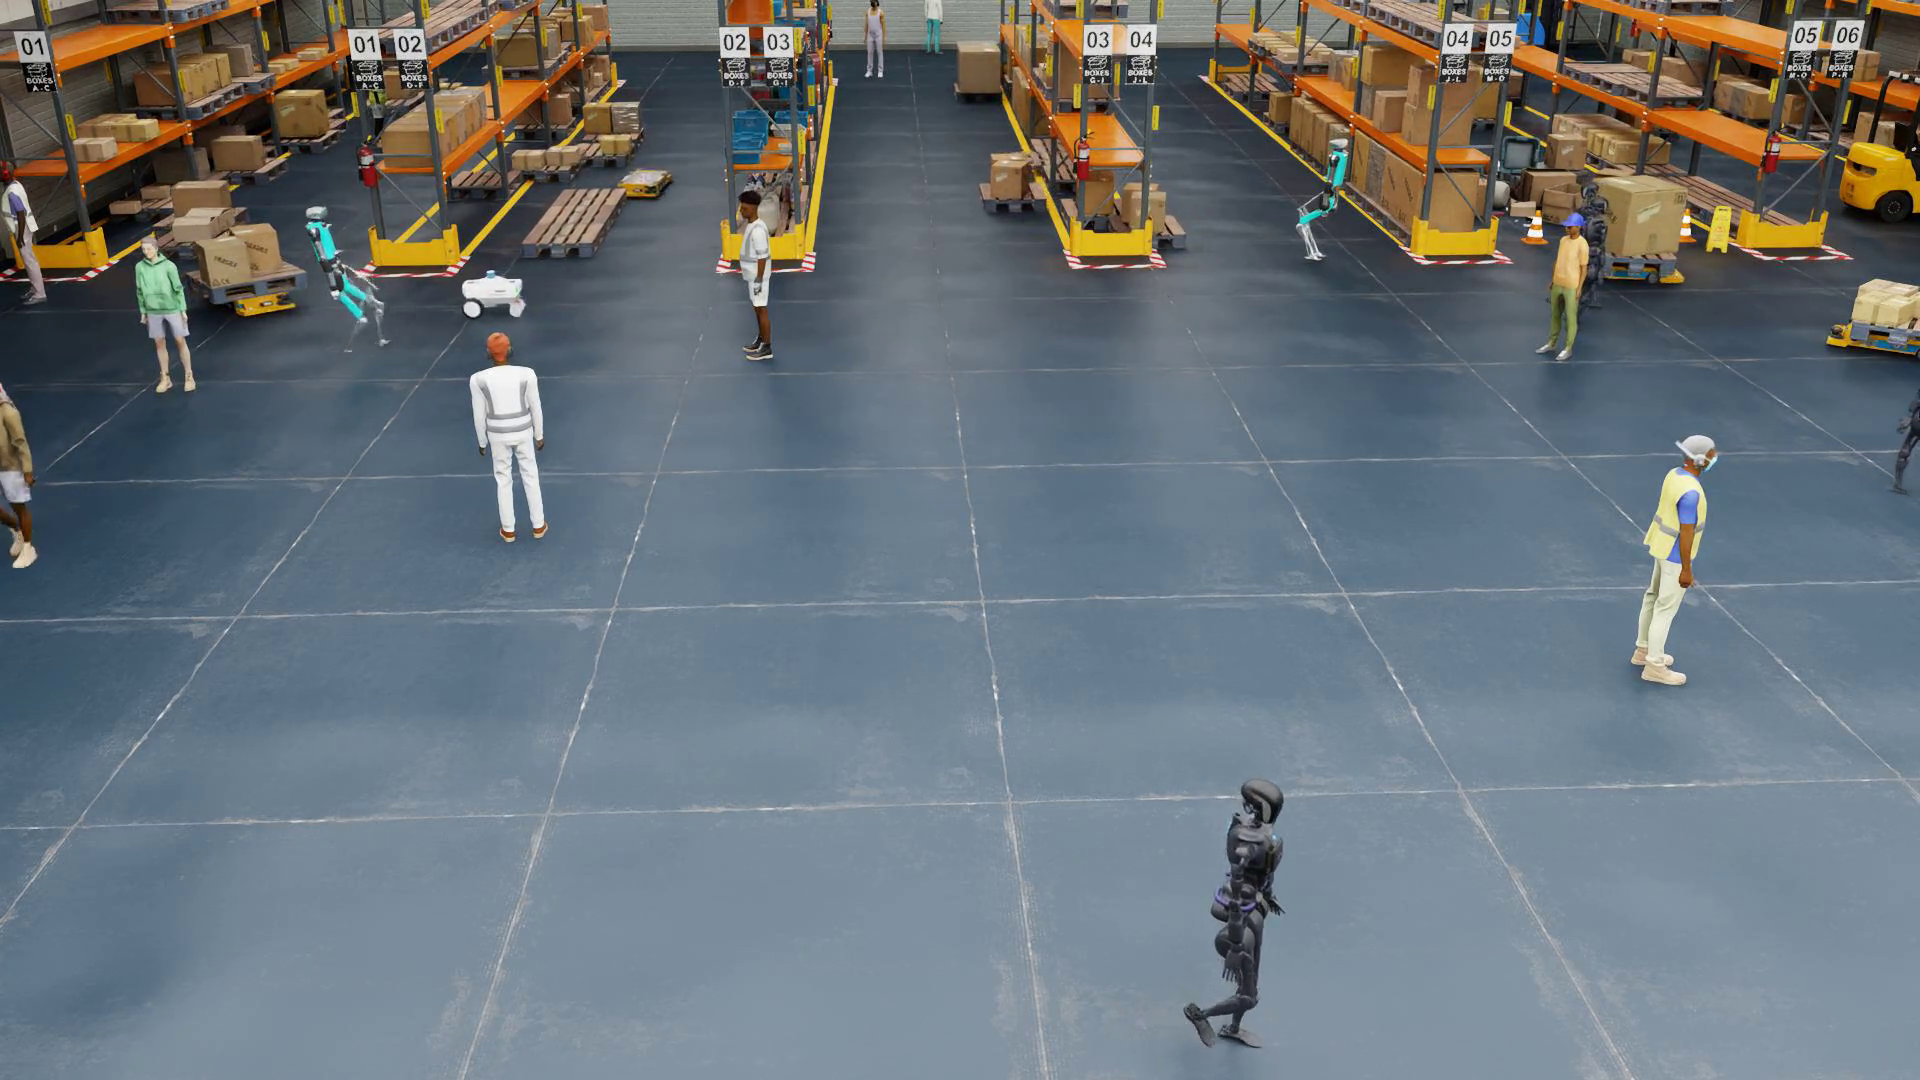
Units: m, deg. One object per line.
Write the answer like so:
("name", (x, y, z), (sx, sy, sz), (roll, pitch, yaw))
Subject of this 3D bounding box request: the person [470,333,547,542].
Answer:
("person", (-3.915, -0.895, 14.495), (0.571, 1.887, 0.356), (-7, 25, -16))

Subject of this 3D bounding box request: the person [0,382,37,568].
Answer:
("person", (-8.073, -0.608, 14.012), (0.574, 1.751, 0.447), (2, 24, 4))

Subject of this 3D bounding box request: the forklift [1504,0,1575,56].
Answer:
("forklift", (14.700, -13.805, 42.301), (1.873, 2.768, 1.129), (-1, 24, -2))

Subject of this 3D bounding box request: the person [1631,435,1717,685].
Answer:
("person", (5.225, 0.130, 12.186), (0.399, 1.893, 0.533), (3, 24, 7))

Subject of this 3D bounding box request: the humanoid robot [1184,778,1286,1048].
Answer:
("humanoid robot", (1.421, 1.896, 8.491), (0.399, 1.644, 0.609), (12, 27, 25))

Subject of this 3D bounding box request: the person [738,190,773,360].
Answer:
("person", (-2.375, -3.081, 19.311), (0.361, 1.963, 0.613), (-5, 25, -11))

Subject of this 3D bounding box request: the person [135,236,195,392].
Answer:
("person", (-8.720, -2.481, 18.234), (0.482, 1.741, 0.313), (-3, 24, -7))

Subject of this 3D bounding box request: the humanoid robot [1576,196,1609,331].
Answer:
("humanoid robot", (7.686, -3.364, 20.297), (0.381, 1.644, 0.585), (-3, 24, -8))

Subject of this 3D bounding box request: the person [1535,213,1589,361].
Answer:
("person", (7.017, -2.939, 19.293), (0.356, 1.717, 0.461), (-11, 26, -24))

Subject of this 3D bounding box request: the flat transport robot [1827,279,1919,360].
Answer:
("flat transport robot", (11.172, -2.377, 19.814), (1.431, 0.231, 0.659), (15, 28, 30))

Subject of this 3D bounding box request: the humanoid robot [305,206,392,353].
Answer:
("humanoid robot", (-7.086, -3.027, 19.527), (0.928, 1.804, 0.538), (-4, 24, -9))

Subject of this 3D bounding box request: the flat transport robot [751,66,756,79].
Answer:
("flat transport robot", (-4.631, -11.053, 39.308), (1.431, 0.231, 0.659), (-1, 24, -2))

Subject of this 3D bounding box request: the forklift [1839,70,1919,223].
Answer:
("forklift", (15.132, -6.143, 25.915), (2.313, 2.155, 1.214), (-1, 24, -2))

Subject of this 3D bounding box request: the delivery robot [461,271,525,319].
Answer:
("delivery robot", (-5.955, -3.110, 21.132), (0.815, 0.614, 0.499), (-2, 24, -4))

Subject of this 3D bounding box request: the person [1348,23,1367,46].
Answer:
("person", (9.998, -12.979, 41.784), (0.717, 1.776, 0.607), (-3, 24, -7))

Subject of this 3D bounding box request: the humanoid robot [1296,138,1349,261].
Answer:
("humanoid robot", (5.017, -4.789, 23.313), (0.731, 1.700, 0.532), (13, 27, 27))

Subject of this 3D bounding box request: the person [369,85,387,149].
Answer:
("person", (-10.887, -8.201, 31.153), (0.322, 1.690, 0.532), (-4, 24, -9))

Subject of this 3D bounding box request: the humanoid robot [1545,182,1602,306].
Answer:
("humanoid robot", (7.939, -3.764, 21.238), (0.734, 1.626, 0.600), (4, 24, 9))

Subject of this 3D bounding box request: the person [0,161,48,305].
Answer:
("person", (-12.113, -3.974, 21.463), (0.391, 1.846, 0.563), (-14, 28, -29))

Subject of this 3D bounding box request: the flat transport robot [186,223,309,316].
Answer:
("flat transport robot", (-9.246, -3.186, 21.630), (0.659, 0.231, 1.431), (-19, 30, -36))

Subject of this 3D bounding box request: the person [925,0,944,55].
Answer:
("person", (-0.660, -13.376, 42.688), (0.528, 1.765, 0.324), (18, 29, 34))

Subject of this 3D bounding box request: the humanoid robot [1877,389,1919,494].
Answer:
("humanoid robot", (9.017, -1.192, 15.455), (0.594, 1.646, 0.557), (-15, 28, -30))

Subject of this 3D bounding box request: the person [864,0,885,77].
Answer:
("person", (-2.012, -11.840, 39.116), (0.517, 1.864, 0.377), (6, 25, 13))

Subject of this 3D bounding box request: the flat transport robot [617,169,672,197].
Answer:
("flat transport robot", (-5.297, -5.984, 27.917), (0.659, 0.231, 1.431), (1, 24, 1))

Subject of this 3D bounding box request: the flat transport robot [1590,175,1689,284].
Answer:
("flat transport robot", (9.127, -3.720, 22.832), (1.431, 0.231, 0.659), (4, 24, 9))
